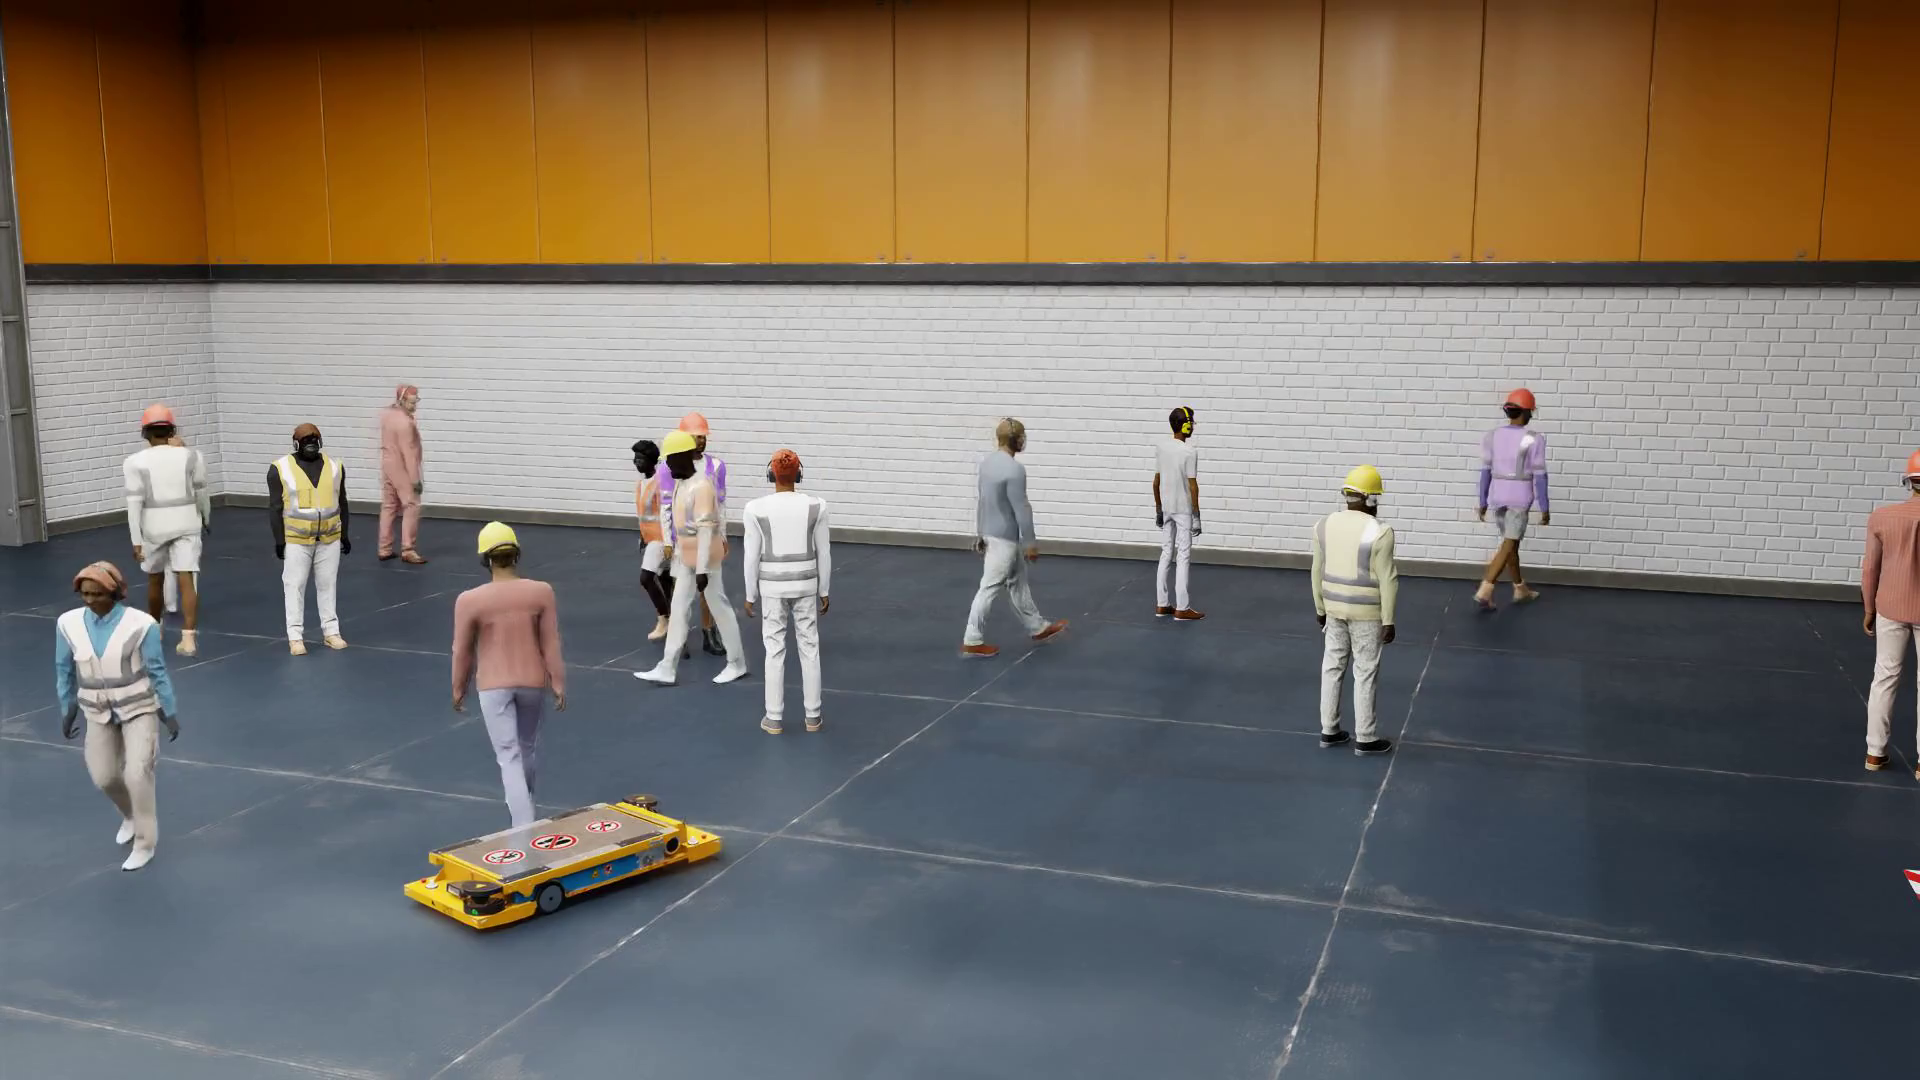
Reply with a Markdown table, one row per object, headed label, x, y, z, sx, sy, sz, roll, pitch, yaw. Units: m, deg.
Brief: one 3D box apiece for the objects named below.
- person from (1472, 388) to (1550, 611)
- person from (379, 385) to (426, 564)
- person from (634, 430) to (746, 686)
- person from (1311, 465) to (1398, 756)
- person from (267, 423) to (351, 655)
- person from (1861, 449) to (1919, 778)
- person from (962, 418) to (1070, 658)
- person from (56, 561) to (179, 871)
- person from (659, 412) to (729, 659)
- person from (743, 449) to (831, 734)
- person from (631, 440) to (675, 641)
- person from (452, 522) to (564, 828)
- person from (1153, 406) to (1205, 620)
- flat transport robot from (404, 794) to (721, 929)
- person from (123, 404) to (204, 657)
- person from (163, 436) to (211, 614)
| label | x | y | z | sx | sy | sz | roll | pitch | yaw |
| --- | --- | --- | --- | --- | --- | --- | --- | --- | --- |
| person | 4.960 | -0.369 | 14.992 | 1.028 | 2.003 | 0.622 | -6 | 11 | -35 |
| person | -5.844 | -0.688 | 17.385 | 0.461 | 1.867 | 0.705 | -6 | 11 | -35 |
| person | -1.976 | 0.148 | 12.140 | 0.923 | 1.869 | 0.733 | -5 | 11 | -29 |
| person | 2.507 | 0.438 | 10.504 | 0.404 | 1.827 | 0.600 | -8 | 12 | -41 |
| person | -5.176 | -0.017 | 13.289 | 0.619 | 1.845 | 0.430 | -8 | 12 | -39 |
| person | 5.750 | 0.436 | 10.000 | 0.613 | 1.997 | 0.374 | 9 | 13 | 43 |
| person | 0.439 | -0.021 | 13.174 | 1.013 | 1.884 | 0.655 | -3 | 10 | -18 |
| person | -4.272 | 0.869 | 8.520 | 0.571 | 1.605 | 0.584 | -1 | 9 | -3 |
| person | -2.081 | -0.036 | 13.099 | 0.548 | 1.942 | 0.347 | -5 | 10 | -28 |
| person | -1.132 | 0.341 | 10.944 | 0.572 | 1.883 | 0.356 | -2 | 9 | -14 |
| person | -2.492 | 0.004 | 13.657 | 0.460 | 1.671 | 0.541 | -4 | 10 | -25 |
| person | -2.418 | 0.759 | 8.813 | 0.536 | 1.713 | 0.899 | -6 | 11 | -31 |
| person | 1.916 | -0.234 | 14.551 | 0.314 | 1.869 | 0.535 | -7 | 12 | -37 |
| flat transport robot | -1.955 | 1.572 | 8.287 | 0.652 | 0.197 | 1.431 | 8 | 12 | 41 |
| person | -6.342 | -0.087 | 13.301 | 0.600 | 1.982 | 1.030 | -6 | 11 | -34 |
| person | -6.837 | -0.110 | 14.580 | 0.513 | 1.610 | 0.746 | -4 | 10 | -23 |
